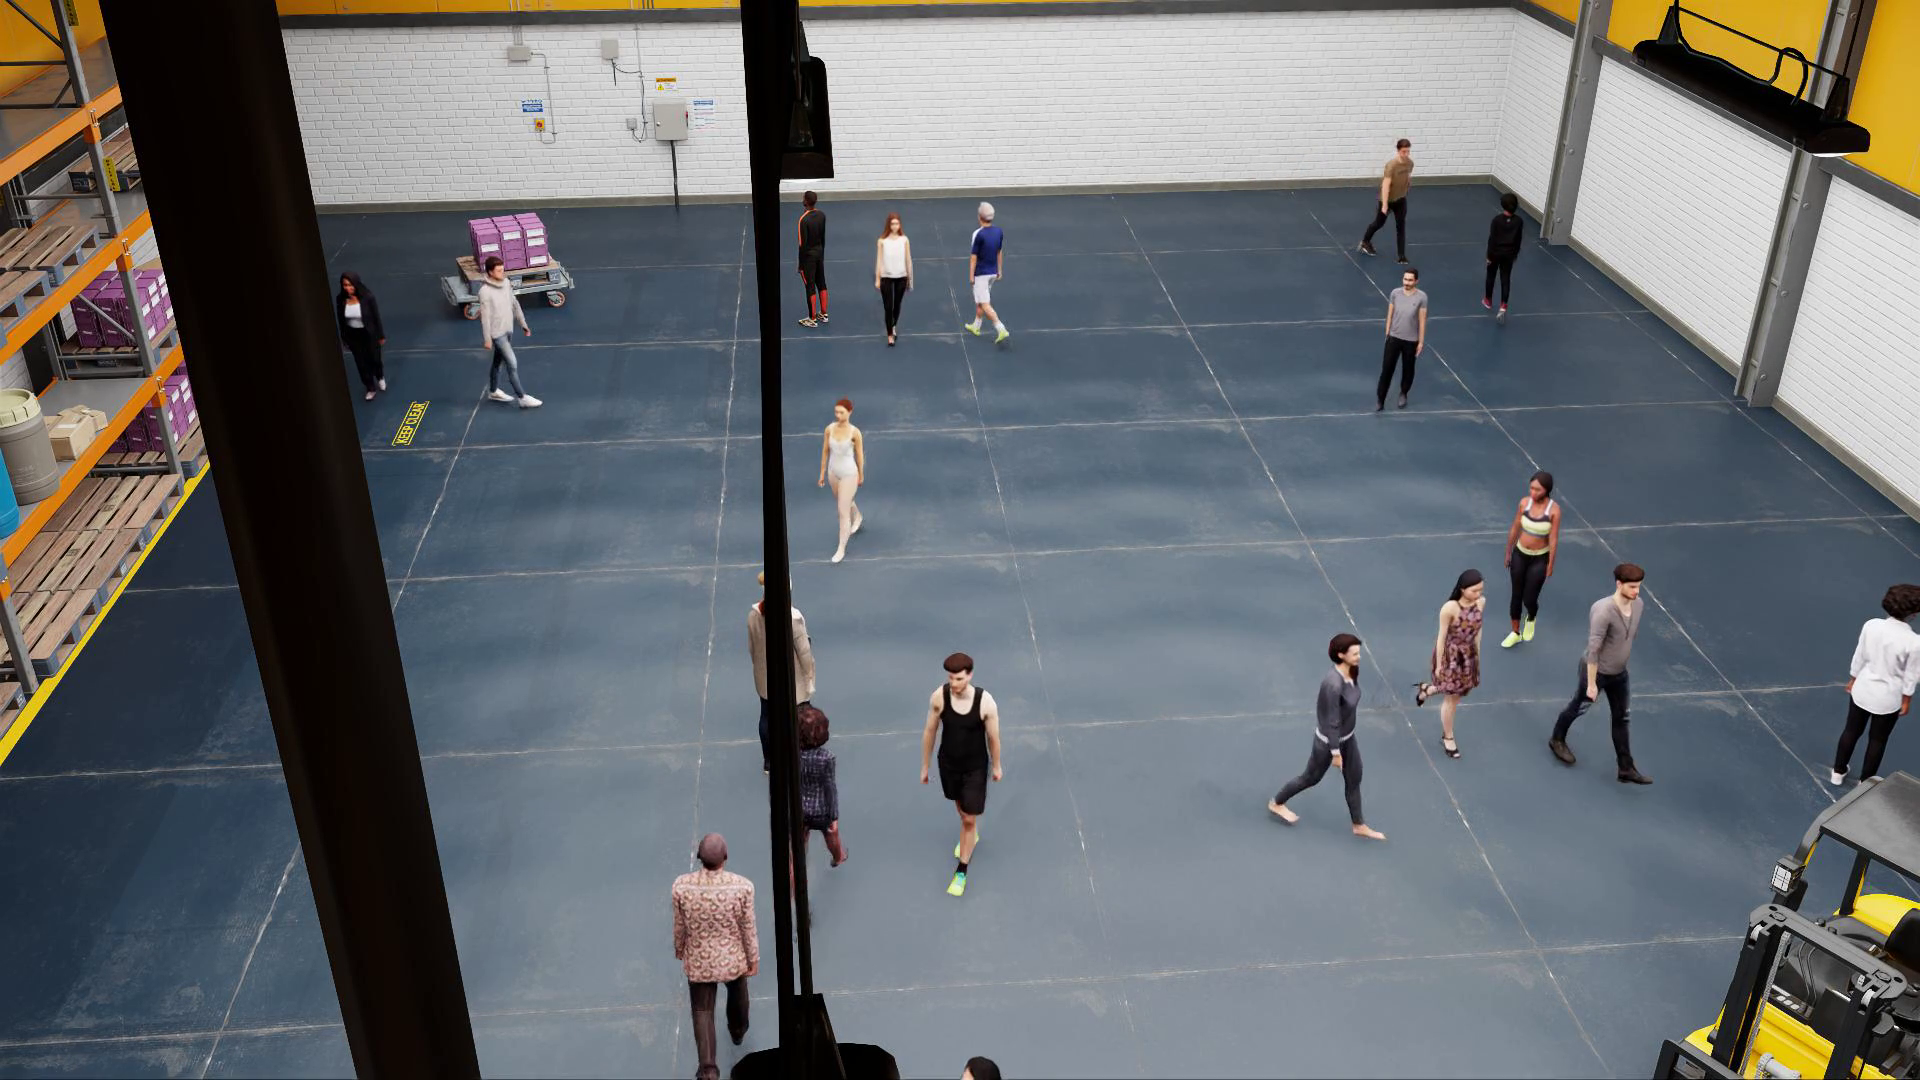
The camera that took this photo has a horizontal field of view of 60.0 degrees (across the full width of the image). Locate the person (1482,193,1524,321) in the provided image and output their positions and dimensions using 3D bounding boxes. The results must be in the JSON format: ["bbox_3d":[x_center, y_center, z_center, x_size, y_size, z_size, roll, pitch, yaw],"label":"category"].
[{"bbox_3d":[7.201,-3.735,22.045,0.766,1.639,1.177,4,29,6],"label":"person"}]

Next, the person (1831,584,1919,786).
[{"bbox_3d":[7.129,1.159,12.896,0.778,1.808,0.680,-21,35,-33],"label":"person"}]

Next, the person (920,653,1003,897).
[{"bbox_3d":[0.056,1.572,12.091,0.970,1.854,1.160,9,30,17],"label":"person"}]

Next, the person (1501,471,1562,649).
[{"bbox_3d":[5.115,0.159,14.800,0.738,1.741,0.798,23,36,35],"label":"person"}]

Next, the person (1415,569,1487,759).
[{"bbox_3d":[3.917,0.943,13.350,0.842,1.753,1.001,-16,32,-26],"label":"person"}]

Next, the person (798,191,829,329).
[{"bbox_3d":[-1.930,-3.700,21.803,0.748,1.808,0.683,21,35,33],"label":"person"}]

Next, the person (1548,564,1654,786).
[{"bbox_3d":[5.016,0.995,13.143,0.936,1.860,1.235,-13,31,-22],"label":"person"}]

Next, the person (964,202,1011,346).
[{"bbox_3d":[0.367,-3.365,21.188,1.093,1.809,1.203,-26,38,-38],"label":"person"}]

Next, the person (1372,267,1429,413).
[{"bbox_3d":[5.218,-2.369,19.453,0.958,1.723,1.140,12,31,21],"label":"person"}]

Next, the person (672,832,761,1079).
[{"bbox_3d":[-1.511,2.621,10.250,0.713,1.776,1.123,-4,29,-8],"label":"person"}]

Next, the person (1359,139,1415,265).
[{"bbox_3d":[6.194,-4.919,24.040,0.996,1.805,1.346,-15,32,-25],"label":"person"}]

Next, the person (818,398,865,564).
[{"bbox_3d":[-1.124,-0.660,16.442,0.899,1.605,1.130,12,31,21],"label":"person"}]

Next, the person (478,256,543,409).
[{"bbox_3d":[-5.462,-2.445,19.490,0.990,1.820,1.087,8,30,14],"label":"person"}]

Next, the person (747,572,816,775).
[{"bbox_3d":[-1.405,1.038,13.035,0.817,1.887,0.842,13,31,22],"label":"person"}]

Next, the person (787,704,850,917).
[{"bbox_3d":[-1.076,1.948,11.611,0.879,1.653,1.141,8,30,14],"label":"person"}]

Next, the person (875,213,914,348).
[{"bbox_3d":[-0.872,-3.379,21.332,0.662,1.696,0.884,-5,29,-8],"label":"person"}]

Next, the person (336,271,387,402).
[{"bbox_3d":[-7.069,-2.447,19.723,0.658,1.602,0.684,-4,29,-7],"label":"person"}]

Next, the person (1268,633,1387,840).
[{"bbox_3d":[2.707,1.462,12.427,1.100,1.726,1.164,14,32,24],"label":"person"}]
